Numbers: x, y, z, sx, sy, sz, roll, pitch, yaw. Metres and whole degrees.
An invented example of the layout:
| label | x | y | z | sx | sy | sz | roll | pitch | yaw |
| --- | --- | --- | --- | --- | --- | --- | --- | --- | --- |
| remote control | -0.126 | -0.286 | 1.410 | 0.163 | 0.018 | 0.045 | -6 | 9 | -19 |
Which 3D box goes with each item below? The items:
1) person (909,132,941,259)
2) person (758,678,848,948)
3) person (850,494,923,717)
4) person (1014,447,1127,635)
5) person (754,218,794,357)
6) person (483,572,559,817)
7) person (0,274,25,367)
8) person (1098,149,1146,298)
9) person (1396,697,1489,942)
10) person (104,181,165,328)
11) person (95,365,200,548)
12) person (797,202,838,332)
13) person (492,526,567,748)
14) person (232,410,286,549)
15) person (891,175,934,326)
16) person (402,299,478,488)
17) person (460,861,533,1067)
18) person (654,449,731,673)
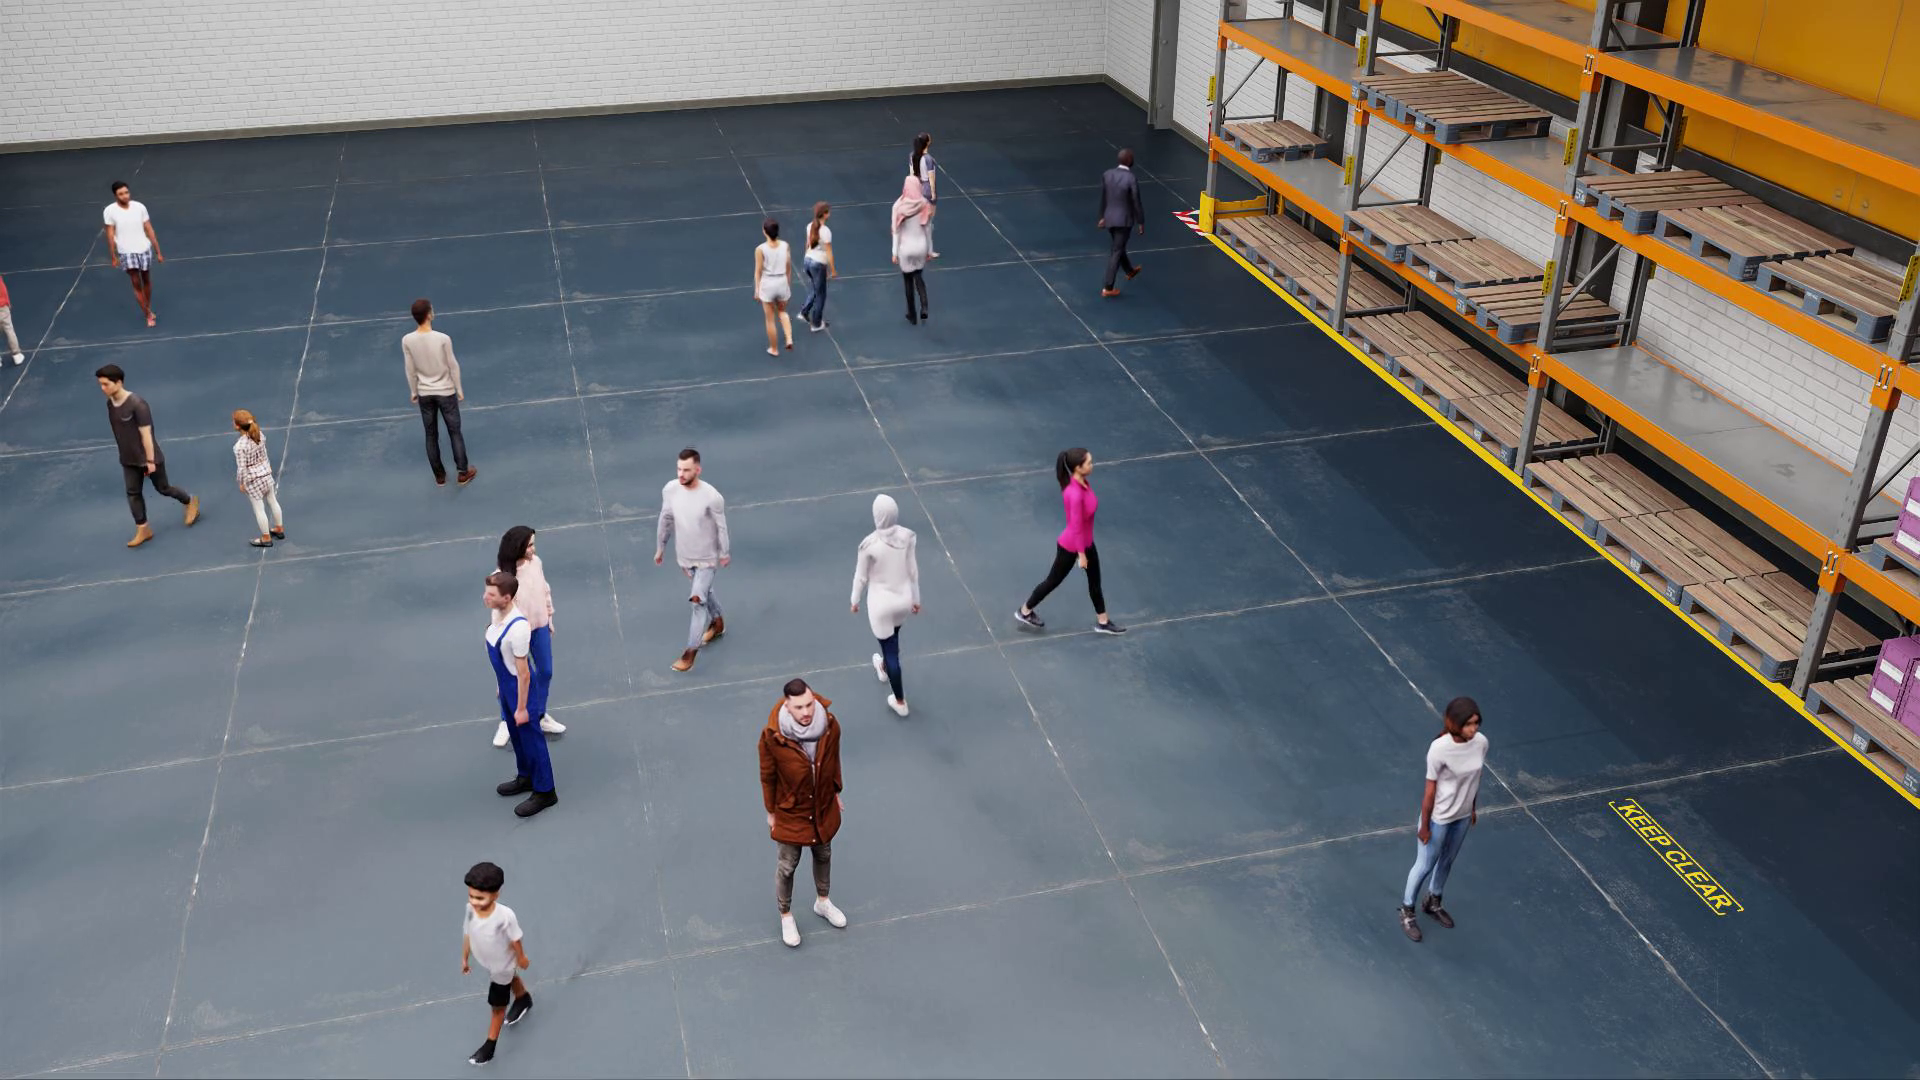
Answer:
| label | x | y | z | sx | sy | sz | roll | pitch | yaw |
| --- | --- | --- | --- | --- | --- | --- | --- | --- | --- |
| person | -0.475 | -4.516 | 21.741 | 0.739 | 1.647 | 0.626 | -23 | 36 | -36 |
| person | -0.966 | 1.646 | 10.245 | 0.794 | 1.839 | 0.808 | -17 | 33 | -28 |
| person | -0.491 | 0.528 | 12.385 | 0.769 | 1.751 | 1.025 | -14 | 31 | -23 |
| person | 0.829 | 0.044 | 13.373 | 1.026 | 1.656 | 1.161 | 6 | 29 | 11 |
| person | -2.052 | -2.805 | 18.658 | 0.645 | 1.597 | 0.661 | -17 | 33 | -28 |
| person | -3.028 | 1.021 | 11.382 | 0.755 | 1.847 | 0.613 | -18 | 33 | -29 |
| person | -10.786 | -2.627 | 18.520 | 0.545 | 1.416 | 0.500 | -12 | 31 | -21 |
| person | 1.902 | -3.852 | 20.381 | 1.120 | 1.784 | 1.197 | -25 | 37 | -38 |
| person | 3.002 | 1.699 | 10.273 | 0.624 | 1.719 | 0.568 | -13 | 31 | -23 |
| person | -9.789 | -3.427 | 19.684 | 0.904 | 1.706 | 1.032 | -22 | 36 | -35 |
| person | -7.278 | -0.811 | 14.906 | 0.958 | 1.689 | 1.108 | 9 | 30 | 17 |
| person | -1.715 | -3.167 | 19.379 | 0.728 | 1.542 | 0.762 | 24 | 37 | 36 |
| person | -3.226 | 0.684 | 12.102 | 0.858 | 1.749 | 0.840 | -21 | 35 | -33 |
| person | -6.275 | -0.569 | 14.857 | 0.681 | 1.312 | 0.605 | 12 | 31 | 21 |
| person | -0.527 | -3.344 | 19.440 | 0.677 | 1.794 | 0.747 | -10 | 30 | -18 |
| person | -4.969 | -1.389 | 15.783 | 0.709 | 1.864 | 0.659 | -1 | 29 | -1 |
| person | -2.635 | 2.345 | 9.604 | 0.814 | 1.226 | 0.918 | 12 | 31 | 20 |
| person | -2.043 | 0.074 | 13.170 | 1.130 | 1.797 | 1.205 | 15 | 32 | 25 |
